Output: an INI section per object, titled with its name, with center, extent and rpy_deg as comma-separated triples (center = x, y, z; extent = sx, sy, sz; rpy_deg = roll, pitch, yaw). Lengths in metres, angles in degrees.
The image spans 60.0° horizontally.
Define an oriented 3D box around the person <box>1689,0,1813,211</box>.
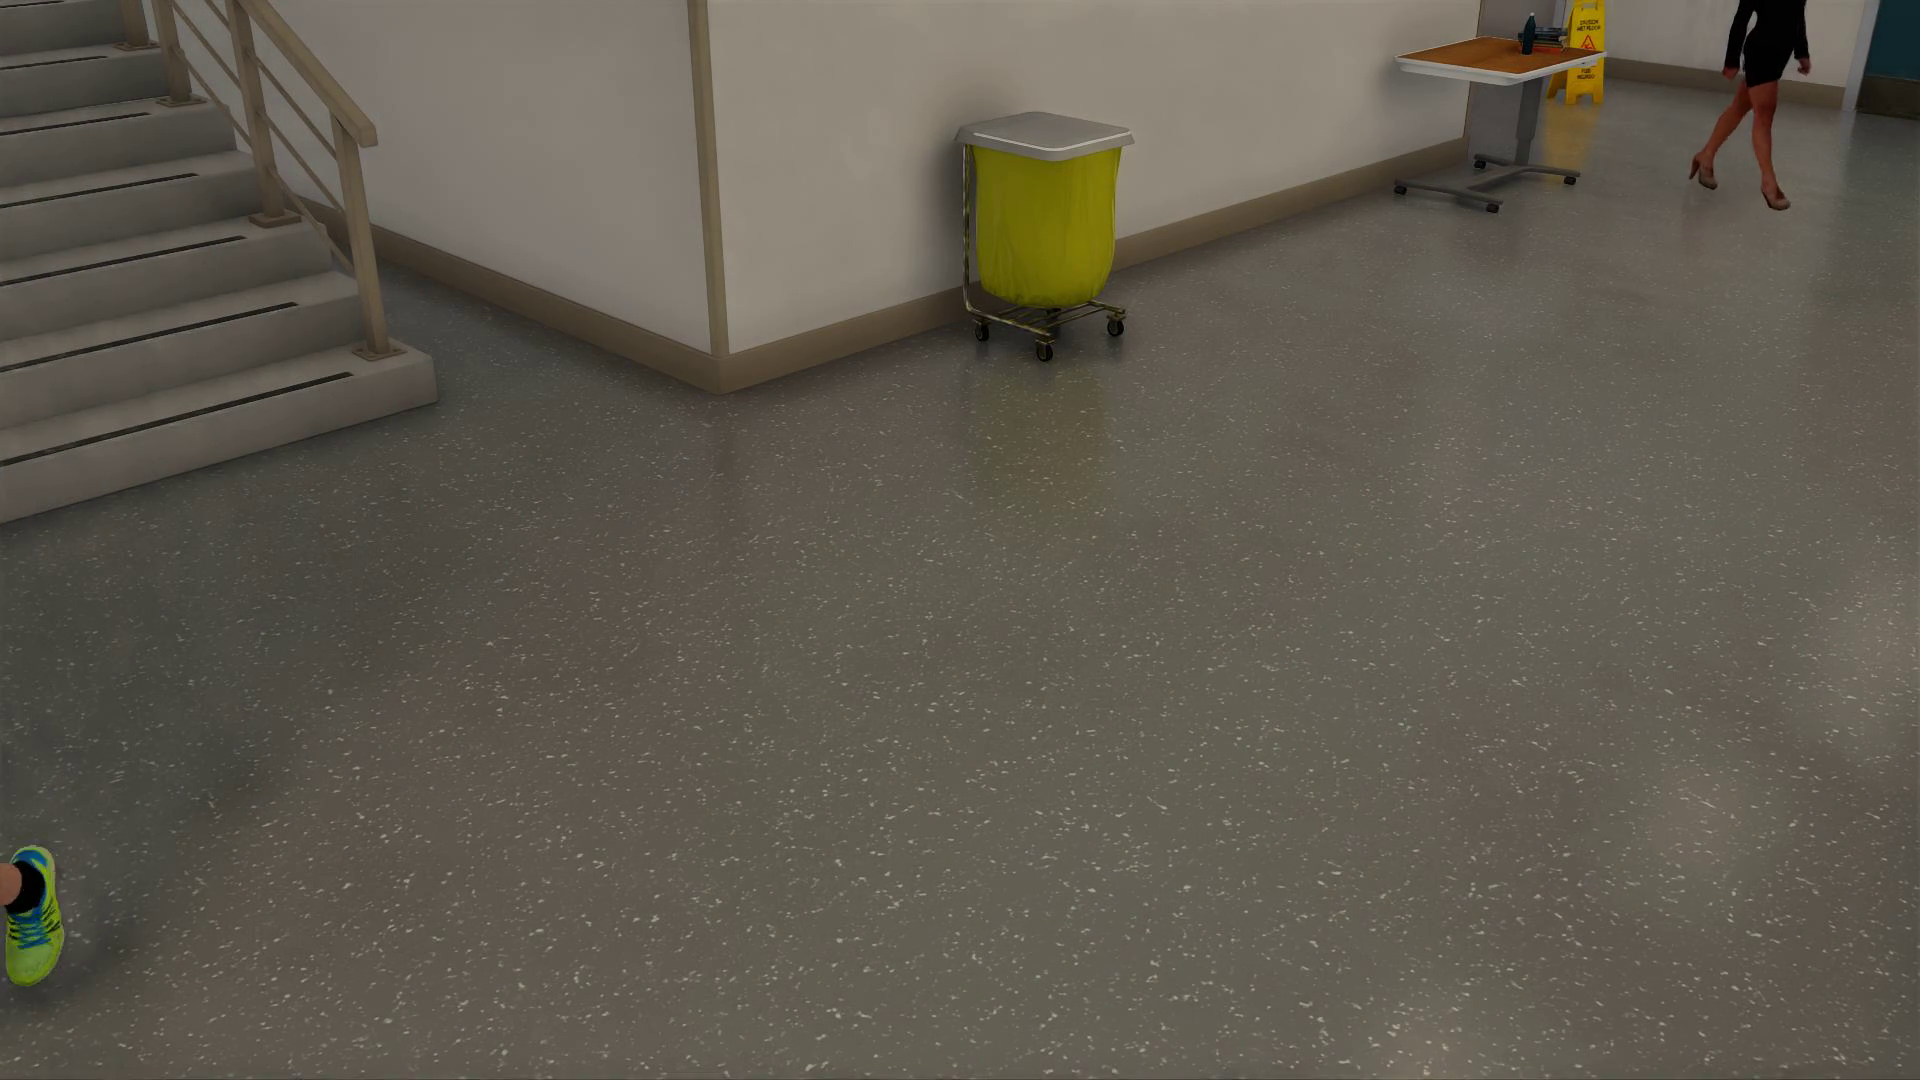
[person]
center = 4.562, -2.738, 9.584
extent = 0.793, 1.591, 1.085
rpy_deg = -12, 28, -23
